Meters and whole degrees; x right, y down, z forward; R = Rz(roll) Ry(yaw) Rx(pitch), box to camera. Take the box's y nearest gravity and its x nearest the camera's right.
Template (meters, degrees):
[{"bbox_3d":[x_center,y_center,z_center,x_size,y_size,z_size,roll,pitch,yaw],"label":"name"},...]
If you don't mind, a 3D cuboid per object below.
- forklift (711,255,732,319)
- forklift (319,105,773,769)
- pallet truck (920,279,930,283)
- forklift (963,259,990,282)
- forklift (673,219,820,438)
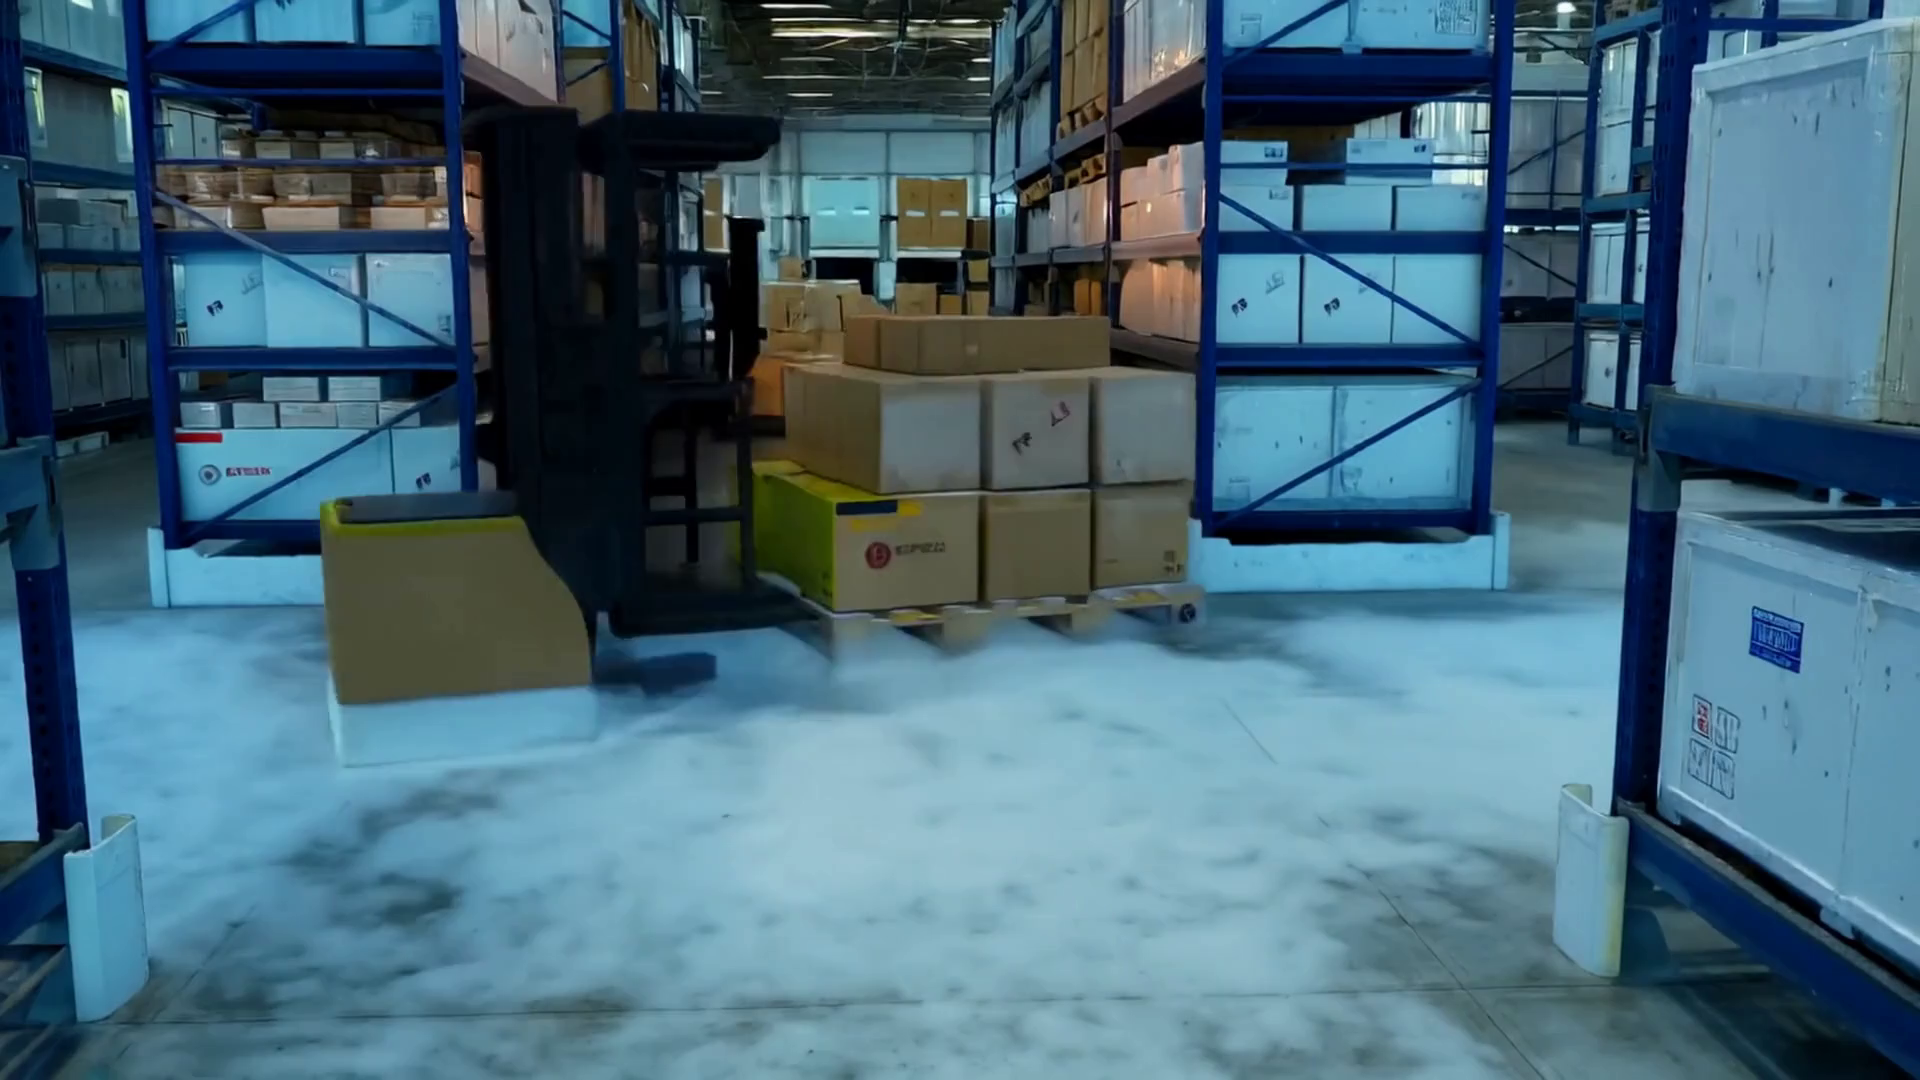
[{"bbox_3d":[-8.368,-8.713,59.038,1.129,2.768,1.873,-1,9,-4],"label":"forklift"},{"bbox_3d":[-1.942,-0.518,7.580,1.873,2.768,1.129,-4,10,-23],"label":"forklift"},{"bbox_3d":[-0.932,-8.922,63.114,1.885,1.965,0.823,2,9,13],"label":"pallet truck"},{"bbox_3d":[0.502,-7.134,49.122,1.129,2.768,1.873,-2,9,-11],"label":"forklift"},{"bbox_3d":[-2.767,-2.761,21.667,1.873,2.768,1.129,-1,9,-4],"label":"forklift"}]
